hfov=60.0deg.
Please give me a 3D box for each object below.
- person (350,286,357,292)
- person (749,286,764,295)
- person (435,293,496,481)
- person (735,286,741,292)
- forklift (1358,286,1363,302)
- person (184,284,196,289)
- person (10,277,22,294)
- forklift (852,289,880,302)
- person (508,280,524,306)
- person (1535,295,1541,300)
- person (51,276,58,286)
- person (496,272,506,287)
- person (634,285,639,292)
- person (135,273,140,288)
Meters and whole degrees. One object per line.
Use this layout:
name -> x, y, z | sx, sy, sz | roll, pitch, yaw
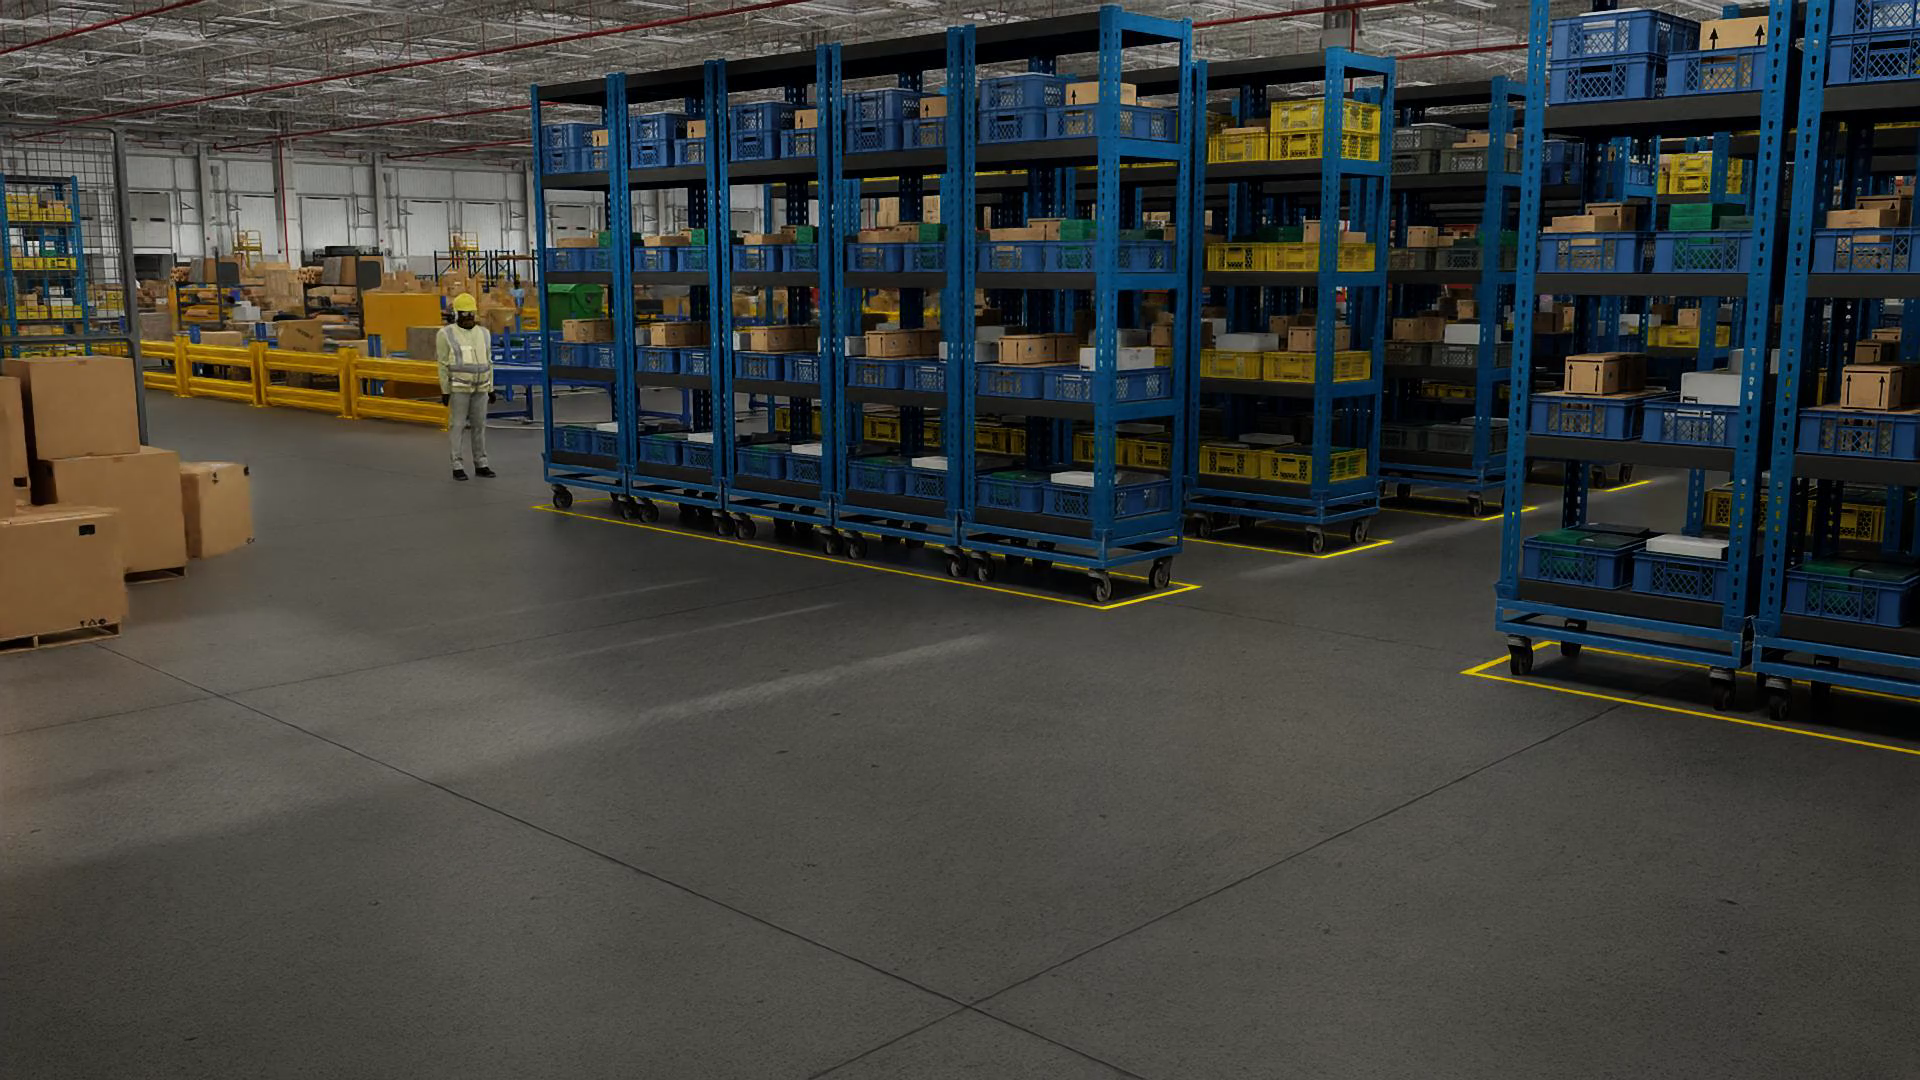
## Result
person -> -24.687, -9.863, 67.449 | 0.830, 1.881, 0.611 | -1, 9, -4
person -> -8.538, -10.269, 69.474 | 0.688, 2.000, 0.536 | -7, 12, -38
person -> -4.841, -1.506, 16.378 | 0.404, 1.832, 0.600 | 8, 12, 42
person -> -8.923, -9.661, 66.021 | 0.614, 1.944, 0.440 | 7, 12, 38
forklift -> 11.100, -7.017, 46.970 | 1.873, 2.768, 1.129 | 9, 13, 43
person -> -27.015, -8.349, 58.100 | 0.570, 1.905, 0.875 | 5, 11, 29
person -> -41.314, -10.728, 72.761 | 0.608, 1.881, 1.048 | 0, 9, 1
forklift -> -4.512, -11.459, 74.203 | 1.873, 2.768, 1.129 | 9, 13, 43
person -> -15.732, -8.353, 58.858 | 0.565, 1.676, 0.449 | 0, 9, 2
person -> 16.116, -6.558, 47.141 | 0.957, 1.893, 0.559 | 9, 13, 43
person -> -40.103, -10.893, 73.913 | 0.429, 1.844, 0.627 | 9, 13, 43
person -> -22.719, -12.315, 82.471 | 0.827, 1.900, 0.596 | 8, 12, 41
person -> -19.922, -15.528, 102.108 | 0.813, 1.906, 0.563 | 3, 10, 16
person -> -32.688, -9.631, 65.861 | 0.548, 1.942, 0.344 | 6, 11, 33
